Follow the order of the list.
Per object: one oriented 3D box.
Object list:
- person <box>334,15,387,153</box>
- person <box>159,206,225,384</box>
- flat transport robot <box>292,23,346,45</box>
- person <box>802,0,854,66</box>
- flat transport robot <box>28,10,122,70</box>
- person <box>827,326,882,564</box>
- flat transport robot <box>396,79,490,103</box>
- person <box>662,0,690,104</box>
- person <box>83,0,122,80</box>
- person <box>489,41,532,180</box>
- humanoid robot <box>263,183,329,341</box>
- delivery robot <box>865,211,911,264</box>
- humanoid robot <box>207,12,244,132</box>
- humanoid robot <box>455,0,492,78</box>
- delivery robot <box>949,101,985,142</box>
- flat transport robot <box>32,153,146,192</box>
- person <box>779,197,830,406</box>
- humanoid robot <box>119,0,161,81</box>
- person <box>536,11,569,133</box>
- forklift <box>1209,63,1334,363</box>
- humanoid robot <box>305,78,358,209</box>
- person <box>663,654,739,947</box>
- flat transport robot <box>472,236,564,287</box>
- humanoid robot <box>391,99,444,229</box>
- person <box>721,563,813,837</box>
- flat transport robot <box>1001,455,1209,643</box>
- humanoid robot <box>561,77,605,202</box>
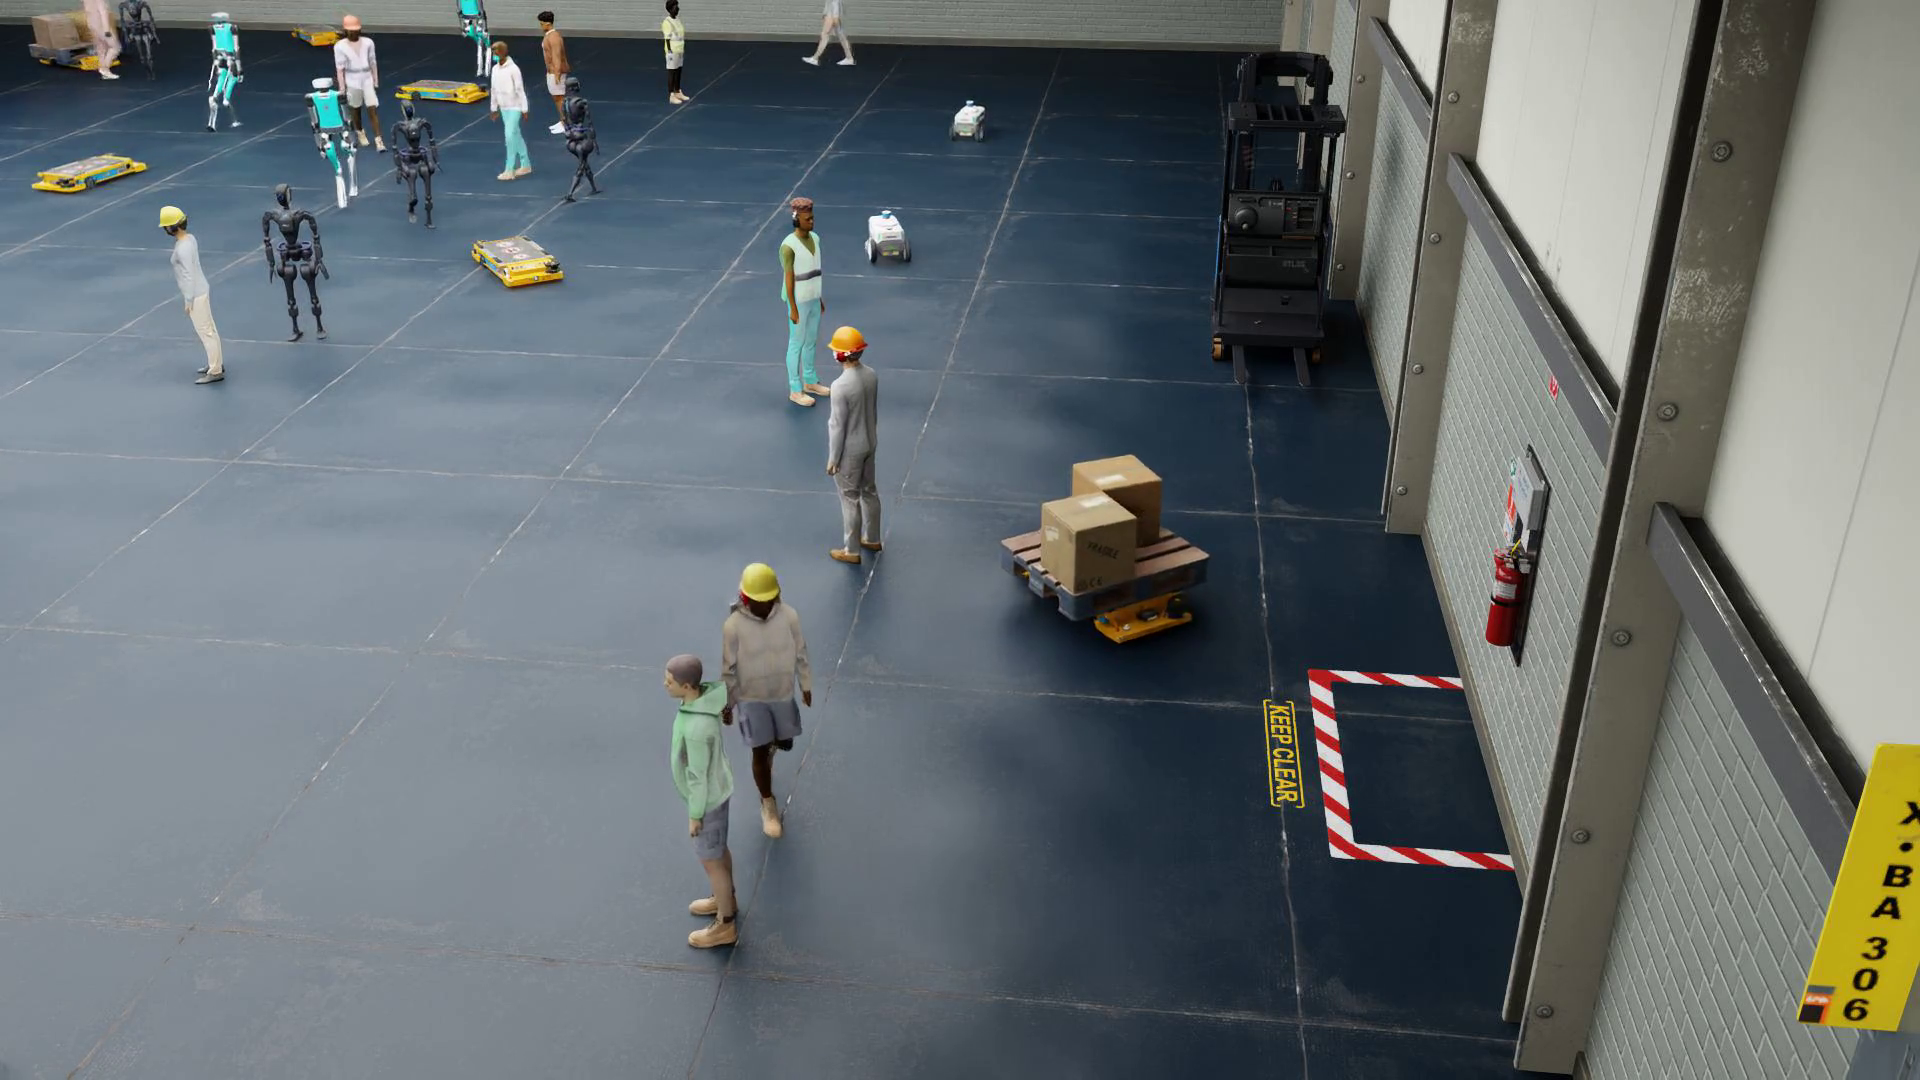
[{"bbox_3d":[-8.967,-6.820,24.845,0.624,1.981,1.073,-16,31,-29],"label":"person"},{"bbox_3d":[-7.512,-2.399,16.265,0.325,1.759,0.523,-7,28,-14],"label":"person"},{"bbox_3d":[-12.887,-10.153,33.407,0.659,0.231,1.431,-18,32,-32],"label":"flat transport robot"},{"bbox_3d":[-2.445,-9.730,30.821,0.974,1.819,0.531,-2,27,-3],"label":"person"},{"bbox_3d":[-16.452,-8.987,31.080,1.431,0.231,0.659,15,30,27],"label":"flat transport robot"},{"bbox_3d":[-0.826,-0.731,12.802,0.382,1.890,0.556,14,30,26],"label":"person"},{"bbox_3d":[-8.861,-7.677,28.464,1.431,0.231,0.659,8,28,16],"label":"flat transport robot"},{"bbox_3d":[-4.777,-8.209,27.929,0.316,1.695,0.541,8,28,15],"label":"person"},{"bbox_3d":[-15.234,-9.121,29.542,0.689,1.880,0.414,23,35,38],"label":"person"},{"bbox_3d":[-6.405,-6.012,23.332,0.528,1.883,0.855,17,31,30],"label":"person"},{"bbox_3d":[-6.910,-2.898,17.336,0.599,1.657,0.315,-4,27,-8],"label":"humanoid robot"},{"bbox_3d":[-0.892,-3.666,20.159,0.522,0.614,0.785,-5,27,-10],"label":"delivery robot"},{"bbox_3d":[-11.662,-7.299,26.171,0.553,1.846,0.894,9,28,17],"label":"humanoid robot"},{"bbox_3d":[-8.651,-9.214,29.872,0.543,1.764,0.759,5,27,9],"label":"humanoid robot"},{"bbox_3d":[0.144,-6.471,25.755,0.499,0.610,0.788,6,27,12],"label":"delivery robot"},{"bbox_3d":[-12.291,-5.181,23.482,0.659,0.231,1.431,9,28,17],"label":"flat transport robot"},{"bbox_3d":[-1.479,-2.274,15.775,0.405,1.979,0.484,15,30,27],"label":"person"},{"bbox_3d":[-14.545,-9.000,29.545,0.616,1.635,0.545,-4,27,-7],"label":"humanoid robot"},{"bbox_3d":[-6.312,-7.320,25.996,0.416,1.841,0.799,-10,28,-19],"label":"person"},{"bbox_3d":[3.241,-3.477,17.183,1.129,2.768,1.873,3,27,6],"label":"forklift"},{"bbox_3d":[-8.275,-5.305,22.145,0.553,1.764,1.034,-4,27,-8],"label":"humanoid robot"},{"bbox_3d":[-1.348,1.365,8.782,0.320,1.733,0.478,-3,27,-6],"label":"person"},{"bbox_3d":[-5.277,-3.322,19.770,0.659,0.231,1.431,-15,30,-28],"label":"flat transport robot"},{"bbox_3d":[-6.908,-4.793,21.142,0.598,1.647,0.412,-18,32,-32],"label":"humanoid robot"},{"bbox_3d":[-1.159,0.849,9.807,0.551,1.742,0.663,-9,28,-18],"label":"person"},{"bbox_3d":[1.052,0.326,12.487,0.659,0.231,1.431,-15,30,-27],"label":"flat transport robot"},{"bbox_3d":[-5.148,-5.402,22.410,0.600,1.628,0.789,19,32,33],"label":"humanoid robot"}]
